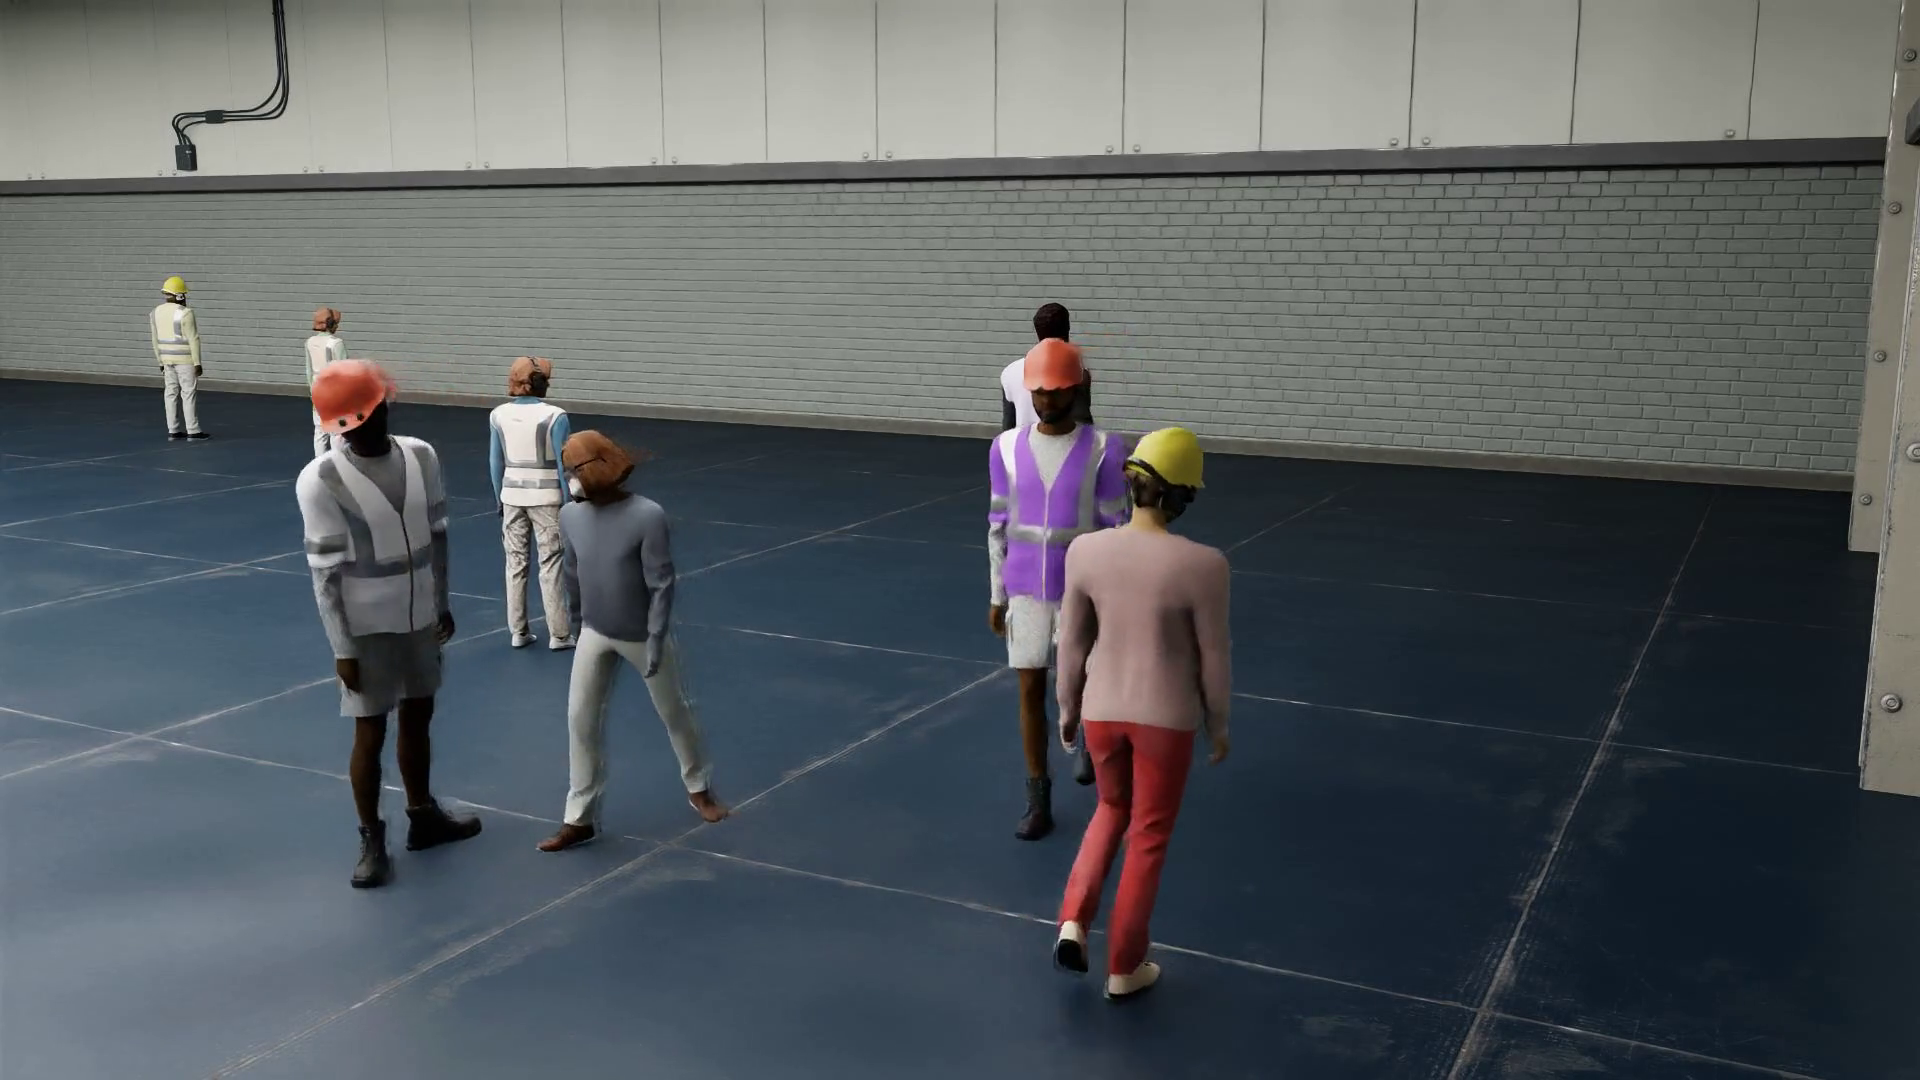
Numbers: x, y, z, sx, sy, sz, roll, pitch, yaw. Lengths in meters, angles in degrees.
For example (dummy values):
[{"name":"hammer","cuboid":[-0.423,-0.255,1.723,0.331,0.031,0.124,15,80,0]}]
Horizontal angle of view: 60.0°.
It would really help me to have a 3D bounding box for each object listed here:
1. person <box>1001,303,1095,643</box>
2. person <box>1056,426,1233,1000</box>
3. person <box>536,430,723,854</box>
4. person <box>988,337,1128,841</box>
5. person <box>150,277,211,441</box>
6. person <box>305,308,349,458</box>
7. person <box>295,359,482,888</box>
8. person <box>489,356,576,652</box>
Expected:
[{"name":"person","cuboid":[0.498,-0.373,9.408,0.587,1.920,0.391,7,13,35]},{"name":"person","cuboid":[0.548,0.529,4.983,0.524,1.746,0.391,6,12,30]},{"name":"person","cuboid":[-1.260,0.361,6.331,0.517,1.598,0.706,4,11,19]},{"name":"person","cuboid":[0.387,0.164,6.484,0.547,1.919,0.658,3,11,17]},{"name":"person","cuboid":[-8.718,-2.016,18.604,0.600,1.831,0.404,4,11,19]},{"name":"person","cuboid":[-5.781,-1.308,15.271,0.514,1.640,0.310,6,12,29]},{"name":"person","cuboid":[-1.992,0.281,5.971,0.395,1.891,0.733,7,12,32]},{"name":"person","cuboid":[-2.355,-0.193,9.202,0.514,1.636,0.313,4,11,20]}]
